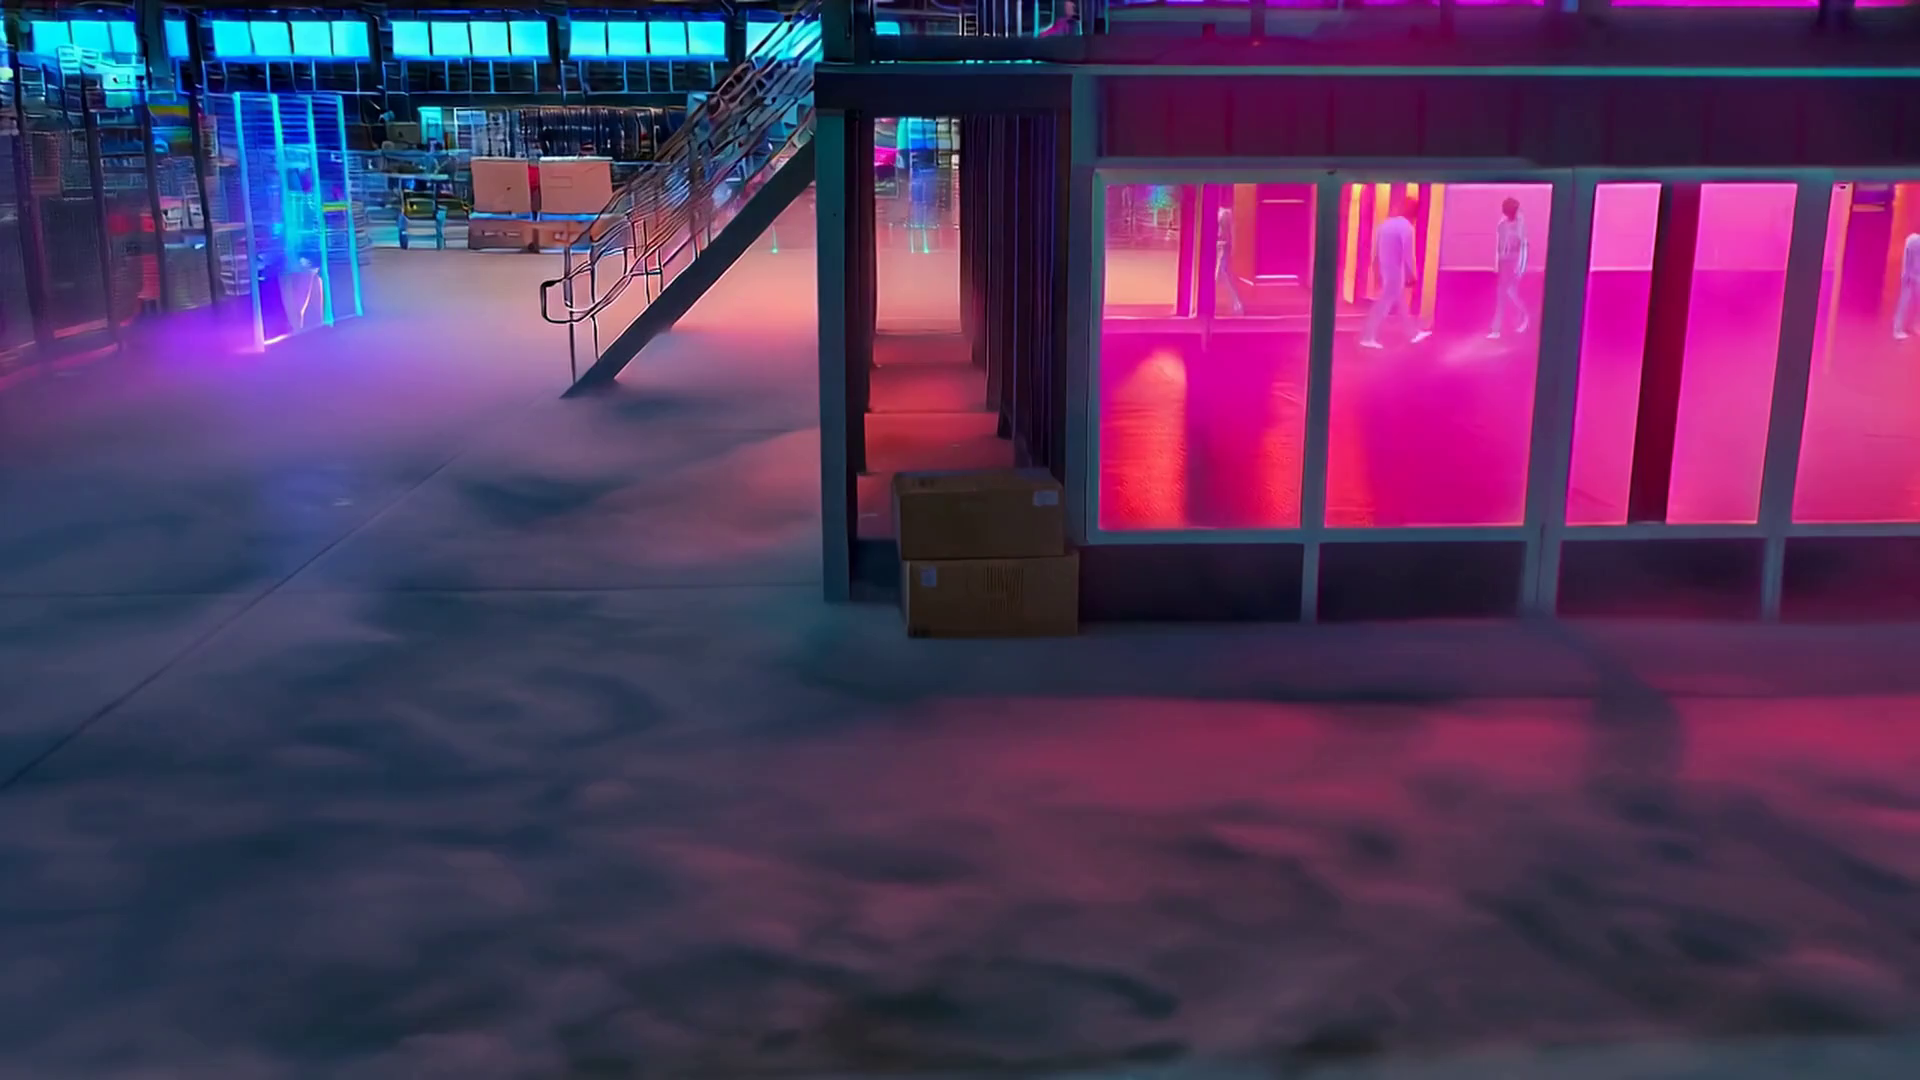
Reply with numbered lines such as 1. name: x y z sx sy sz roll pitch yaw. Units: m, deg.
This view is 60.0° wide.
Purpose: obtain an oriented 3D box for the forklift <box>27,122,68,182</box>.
1. forklift: -35.376 -14.773 64.377 1.129 2.768 1.873 -1 14 -2

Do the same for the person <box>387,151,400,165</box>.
1. person: -25.520 -16.959 75.020 0.636 1.935 0.453 -7 16 -26

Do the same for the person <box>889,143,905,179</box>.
1. person: -3.159 -19.272 84.530 0.869 1.817 0.577 -2 14 -7

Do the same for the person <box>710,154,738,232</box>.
1. person: -6.223 -9.020 43.237 0.631 1.974 1.023 11 18 38

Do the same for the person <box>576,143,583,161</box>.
1. person: -19.171 -19.126 83.936 0.411 1.821 0.583 -8 16 -30

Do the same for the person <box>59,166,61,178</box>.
1. person: -31.260 -12.390 57.406 0.286 1.628 0.503 8 16 28

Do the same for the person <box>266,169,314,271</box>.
1. person: -12.813 -6.076 31.602 0.948 1.891 0.548 -4 15 -17
